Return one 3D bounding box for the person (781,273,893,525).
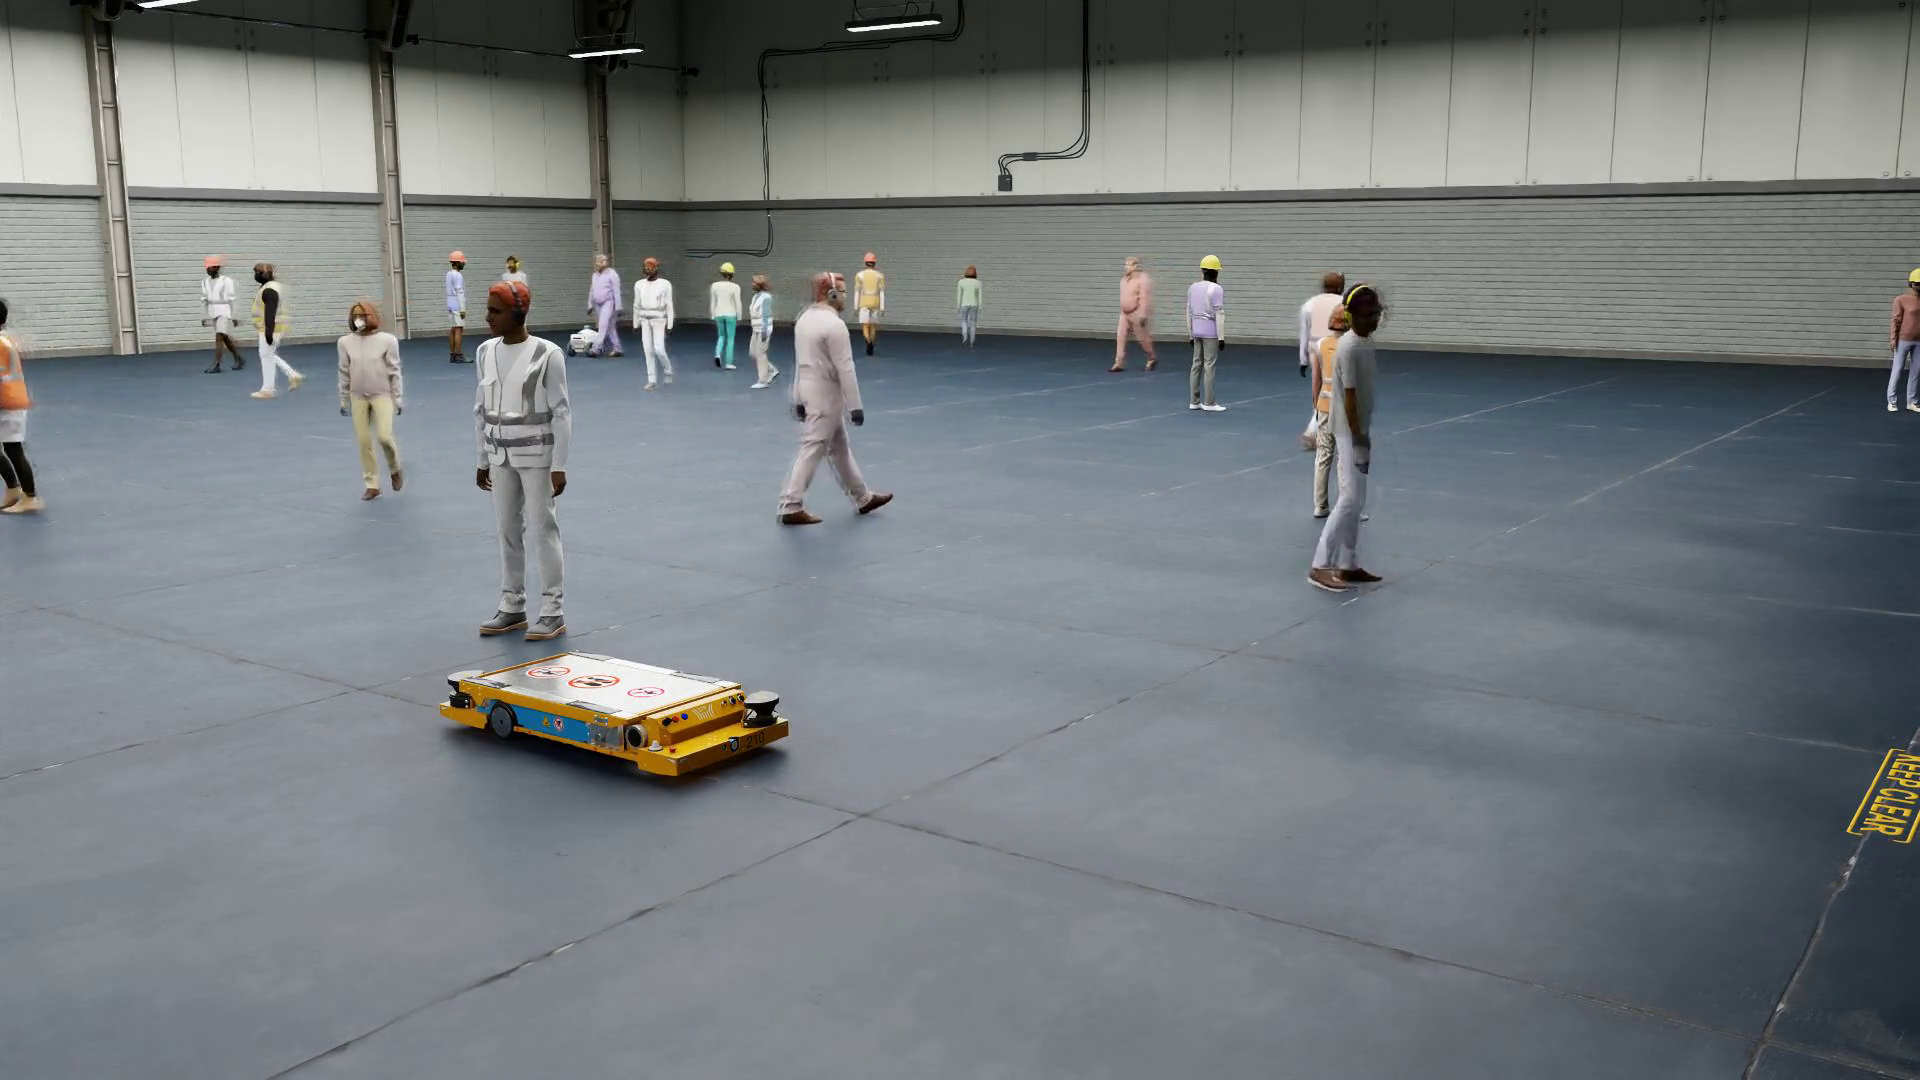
[{"bbox_3d":[-0.933,-1.054,12.424,1.008,1.850,0.676,-5,11,-26],"label":"person"}]

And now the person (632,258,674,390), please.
[{"bbox_3d":[-4.361,-3.070,23.657,0.586,1.870,0.441,3,11,18],"label":"person"}]

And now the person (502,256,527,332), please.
[{"bbox_3d":[-8.578,-4.535,32.005,0.551,1.817,0.961,1,10,5],"label":"person"}]

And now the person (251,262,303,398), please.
[{"bbox_3d":[-9.257,-2.820,22.373,0.585,1.829,0.646,-4,11,-21],"label":"person"}]

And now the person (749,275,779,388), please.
[{"bbox_3d":[-2.836,-2.986,23.888,0.395,1.626,0.517,-5,11,-28],"label":"person"}]

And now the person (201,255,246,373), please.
[{"bbox_3d":[-11.959,-3.665,26.957,0.558,1.897,0.977,3,11,18],"label":"person"}]

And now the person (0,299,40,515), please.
[{"bbox_3d":[-7.334,-1.019,12.712,0.453,1.683,0.544,-6,12,-29],"label":"person"}]

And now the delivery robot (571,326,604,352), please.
[{"bbox_3d":[-6.851,-3.695,30.583,0.477,0.478,0.707,3,11,18],"label":"delivery robot"}]

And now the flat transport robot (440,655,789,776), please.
[{"bbox_3d":[-1.478,0.700,7.023,1.431,0.197,0.652,7,12,35],"label":"flat transport robot"}]

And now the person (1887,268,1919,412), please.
[{"bbox_3d":[11.748,-2.454,20.505,0.535,1.767,0.317,0,10,1],"label":"person"}]

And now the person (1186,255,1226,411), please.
[{"bbox_3d":[3.068,-2.557,20.628,0.367,1.926,0.594,-7,12,-35],"label":"person"}]

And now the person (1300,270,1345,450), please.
[{"bbox_3d":[3.729,-1.822,16.859,0.641,1.815,0.911,10,14,44],"label":"person"}]

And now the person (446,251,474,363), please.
[{"bbox_3d":[-8.705,-4.033,28.866,0.379,1.937,0.548,-7,12,-35],"label":"person"}]

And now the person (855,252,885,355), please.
[{"bbox_3d":[-1.661,-4.357,30.756,0.553,1.915,0.746,-2,10,-10],"label":"person"}]

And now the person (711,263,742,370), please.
[{"bbox_3d":[-3.836,-3.679,27.395,0.542,1.753,0.375,3,11,18],"label":"person"}]

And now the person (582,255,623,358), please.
[{"bbox_3d":[-6.529,-4.224,30.154,0.665,1.853,0.987,9,14,42],"label":"person"}]

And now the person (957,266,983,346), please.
[{"bbox_3d":[0.204,-4.716,33.575,0.538,1.616,0.388,0,10,2],"label":"person"}]

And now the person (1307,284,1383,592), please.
[{"bbox_3d":[2.346,-0.615,10.027,0.403,1.838,0.619,3,11,19],"label":"person"}]

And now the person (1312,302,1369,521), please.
[{"bbox_3d":[2.851,-0.956,12.467,0.309,1.640,0.513,-8,13,-37],"label":"person"}]

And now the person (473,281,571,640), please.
[{"bbox_3d":[-2.305,-0.412,8.736,0.584,1.881,0.337,5,11,25],"label":"person"}]

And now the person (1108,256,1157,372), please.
[{"bbox_3d":[2.855,-3.662,26.982,0.939,1.872,0.649,-9,13,-40],"label":"person"}]

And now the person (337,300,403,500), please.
[{"bbox_3d":[-4.779,-1.128,13.483,0.514,1.625,0.374,0,10,1],"label":"person"}]
